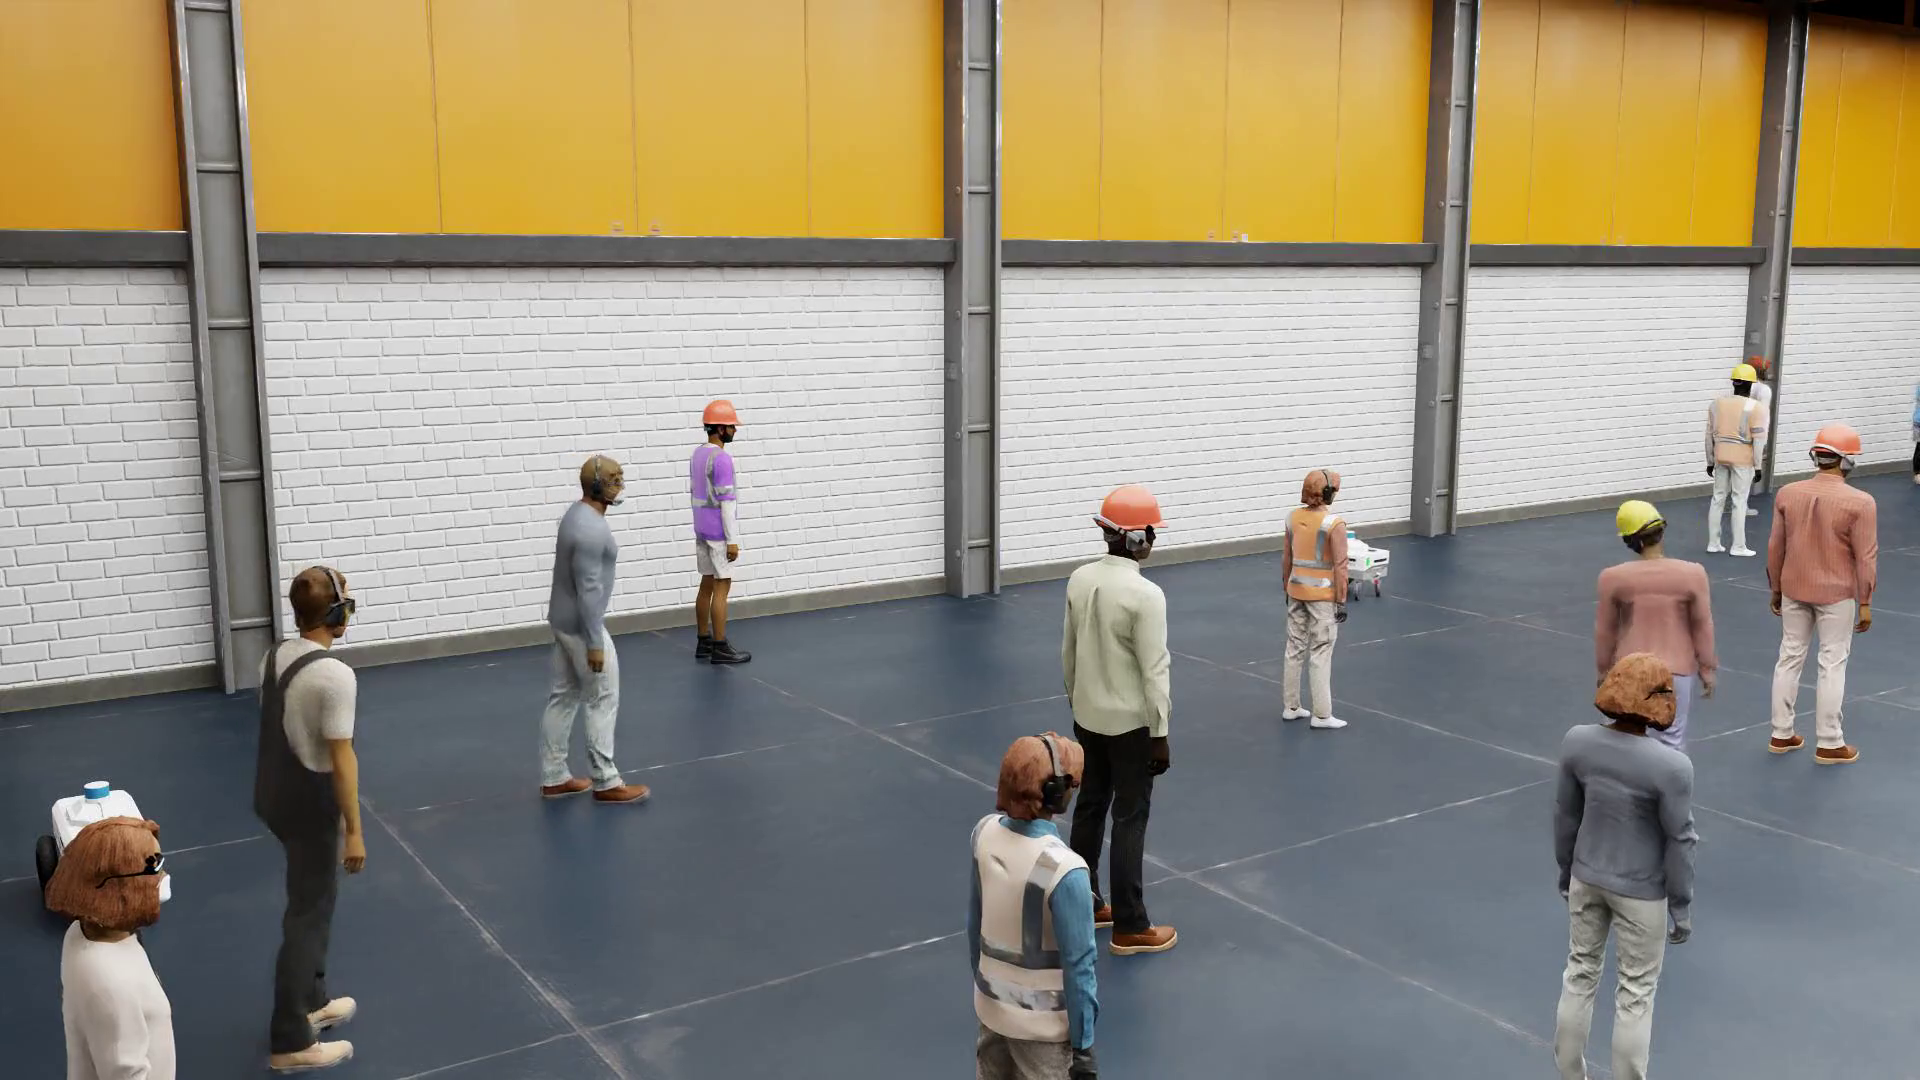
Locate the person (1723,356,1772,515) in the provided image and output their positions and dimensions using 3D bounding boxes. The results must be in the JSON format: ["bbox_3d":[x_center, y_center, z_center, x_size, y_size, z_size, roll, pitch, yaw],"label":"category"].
[{"bbox_3d":[9.081,-1.201,19.322,0.518,1.863,0.619,-3,10,-18],"label":"person"}]

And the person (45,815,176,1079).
[{"bbox_3d":[-1.990,1.452,3.984,0.266,1.631,0.507,-6,11,-33],"label":"person"}]

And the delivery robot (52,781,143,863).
[{"bbox_3d":[-3.917,1.346,7.583,0.477,0.478,0.707,-6,11,-33],"label":"delivery robot"}]

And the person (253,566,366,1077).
[{"bbox_3d":[-2.411,1.008,6.117,0.607,1.808,0.580,7,12,37],"label":"person"}]

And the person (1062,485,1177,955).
[{"bbox_3d":[0.692,0.754,7.101,0.396,1.992,0.623,-6,11,-33],"label":"person"}]

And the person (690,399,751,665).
[{"bbox_3d":[-1.758,-0.063,12.197,0.373,1.934,0.551,-6,11,-33],"label":"person"}]

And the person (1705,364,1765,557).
[{"bbox_3d":[7.763,-0.796,16.652,0.386,1.922,0.594,-6,11,-33],"label":"person"}]

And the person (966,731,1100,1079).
[{"bbox_3d":[0.202,1.341,4.641,0.310,1.636,0.523,-6,11,-33],"label":"person"}]

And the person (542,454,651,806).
[{"bbox_3d":[-1.999,0.491,8.995,0.605,1.915,0.632,-4,10,-21],"label":"person"}]

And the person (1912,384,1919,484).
[{"bbox_3d":[12.793,-1.551,21.995,0.375,1.669,0.564,-1,9,-5],"label":"person"}]

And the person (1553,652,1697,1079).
[{"bbox_3d":[2.235,1.181,5.618,0.268,1.631,0.507,-6,11,-33],"label":"person"}]

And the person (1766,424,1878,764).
[{"bbox_3d":[5.073,0.310,9.782,0.401,1.989,0.623,-6,11,-33],"label":"person"}]

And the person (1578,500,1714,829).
[{"bbox_3d":[3.465,0.675,8.400,0.617,1.729,0.395,5,10,26],"label":"person"}]

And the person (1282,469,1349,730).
[{"bbox_3d":[2.237,0.370,10.489,0.310,1.638,0.523,-6,11,-33],"label":"person"}]

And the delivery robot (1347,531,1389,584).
[{"bbox_3d":[3.433,0.162,14.715,0.477,0.478,0.707,-8,12,-39],"label":"delivery robot"}]
